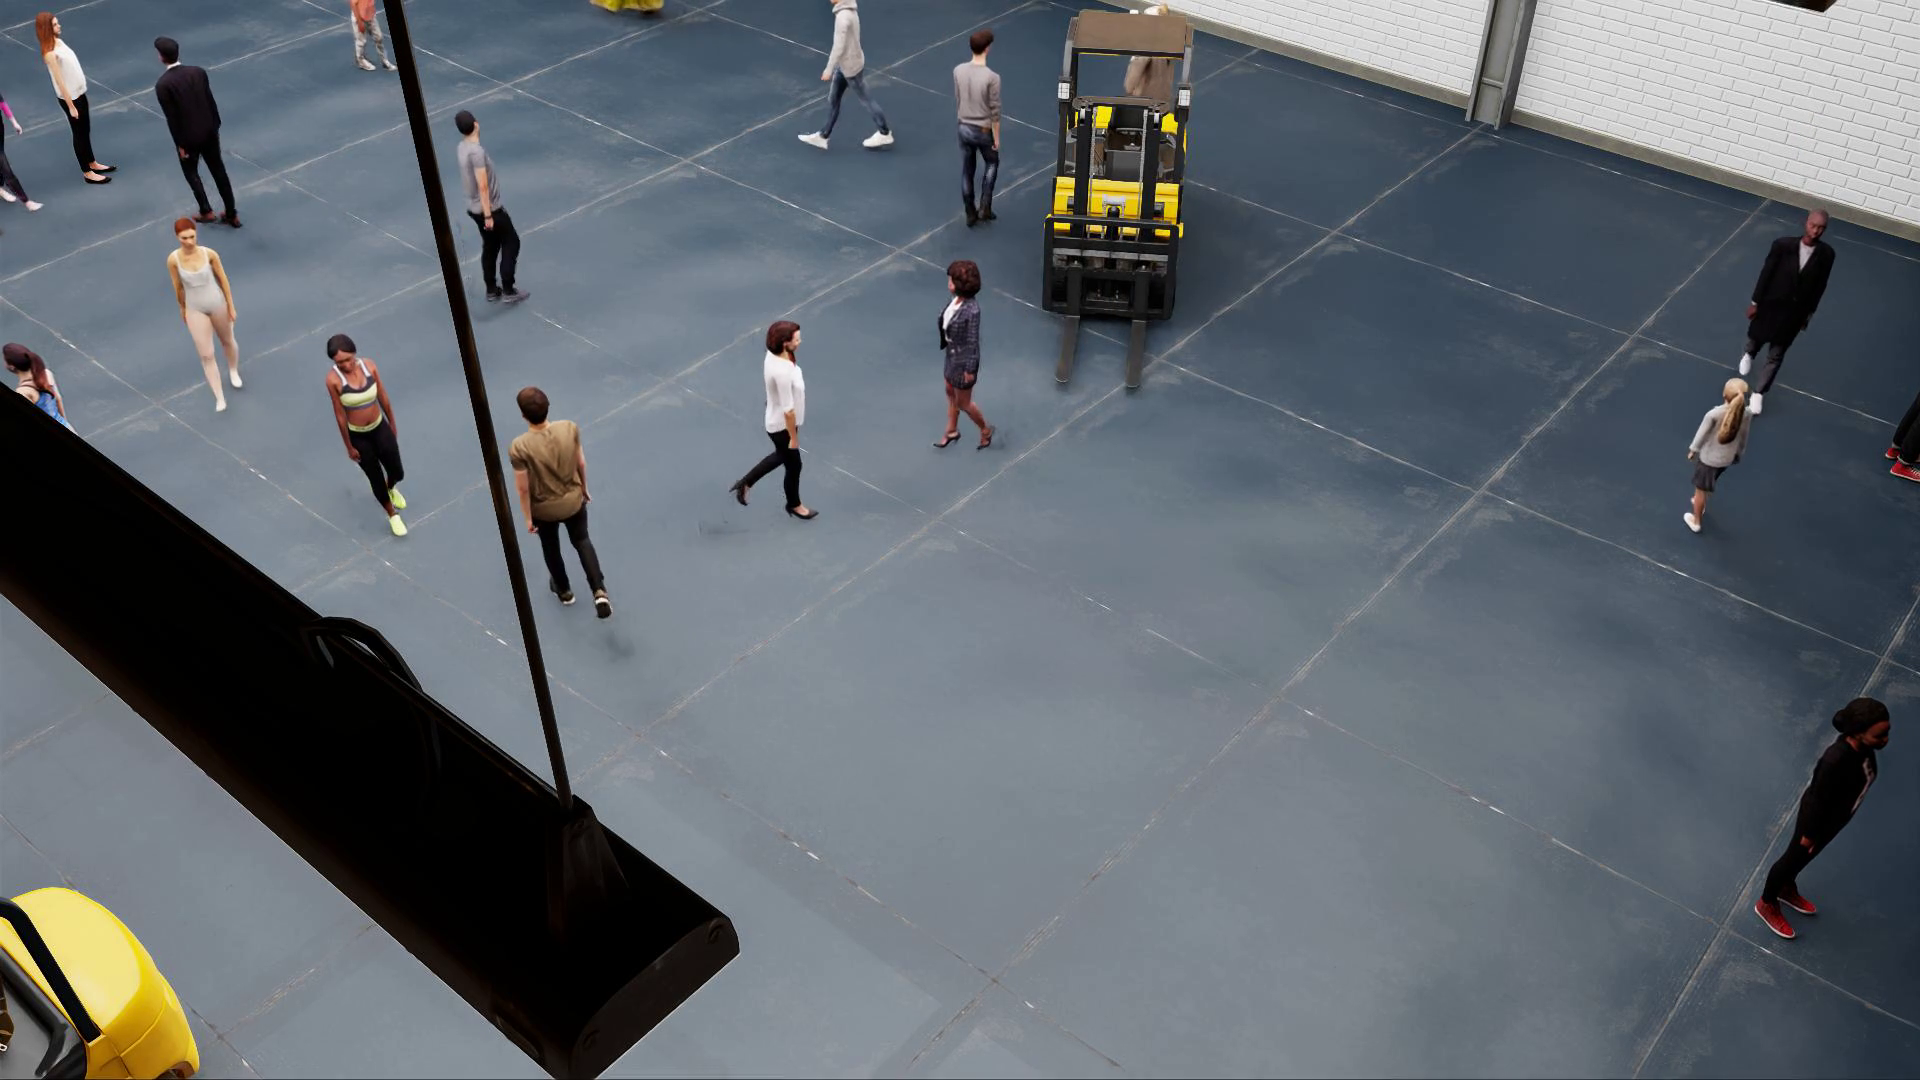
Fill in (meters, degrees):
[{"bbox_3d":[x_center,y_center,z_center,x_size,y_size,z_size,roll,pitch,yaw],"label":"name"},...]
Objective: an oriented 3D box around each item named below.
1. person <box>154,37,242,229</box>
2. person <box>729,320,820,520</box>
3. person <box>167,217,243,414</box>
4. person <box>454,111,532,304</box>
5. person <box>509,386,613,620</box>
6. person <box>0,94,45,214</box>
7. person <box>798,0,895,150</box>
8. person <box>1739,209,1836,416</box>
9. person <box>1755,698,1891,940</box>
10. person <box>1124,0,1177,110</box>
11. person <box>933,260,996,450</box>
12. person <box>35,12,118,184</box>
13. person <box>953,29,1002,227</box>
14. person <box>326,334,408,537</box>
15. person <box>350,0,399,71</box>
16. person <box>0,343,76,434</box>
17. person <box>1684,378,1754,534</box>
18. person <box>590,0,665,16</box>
[{"bbox_3d":[-7.156,-3.813,15.726,0.678,1.863,0.714,28,46,30],"label":"person"},{"bbox_3d":[-1.363,-0.812,12.041,0.998,1.772,0.958,-9,39,-11],"label":"person"},{"bbox_3d":[-6.129,-1.916,13.550,0.831,1.615,1.030,-15,41,-18],"label":"person"},{"bbox_3d":[-4.214,-2.893,14.698,0.840,1.708,0.609,-17,42,-20],"label":"person"},{"bbox_3d":[-2.684,-0.209,11.235,0.863,1.836,1.122,-23,44,-26],"label":"person"},{"bbox_3d":[-9.479,-4.036,16.127,1.124,1.710,0.715,18,42,21],"label":"person"},{"bbox_3d":[-1.028,-4.823,17.044,1.244,1.797,1.234,-5,39,-6],"label":"person"},{"bbox_3d":[6.636,-1.900,13.422,0.938,1.749,0.873,15,41,18],"label":"person"},{"bbox_3d":[4.781,1.511,9.210,0.631,1.675,0.586,-28,47,-31],"label":"person"},{"bbox_3d":[1.932,-4.323,16.376,1.171,1.848,0.693,27,46,29],"label":"person"},{"bbox_3d":[0.056,-1.399,12.835,0.862,1.698,0.807,-10,40,-12],"label":"person"},{"bbox_3d":[-8.869,-4.417,16.596,0.718,1.721,0.633,-7,39,-9],"label":"person"},{"bbox_3d":[0.115,-3.833,15.731,0.694,1.888,0.815,17,42,20],"label":"person"},{"bbox_3d":[-4.332,-0.795,12.048,0.652,1.736,0.759,-27,46,-29],"label":"person"},{"bbox_3d":[-6.804,-5.951,18.864,0.820,1.288,0.571,16,41,19],"label":"person"},{"bbox_3d":[-6.580,-0.726,12.065,0.686,1.608,0.652,3,39,4],"label":"person"},{"bbox_3d":[5.569,-0.598,12.180,0.687,1.264,0.747,-3,39,-3],"label":"person"},{"bbox_3d":[-3.964,-7.108,20.048,1.105,1.619,0.810,24,44,27],"label":"person"}]
